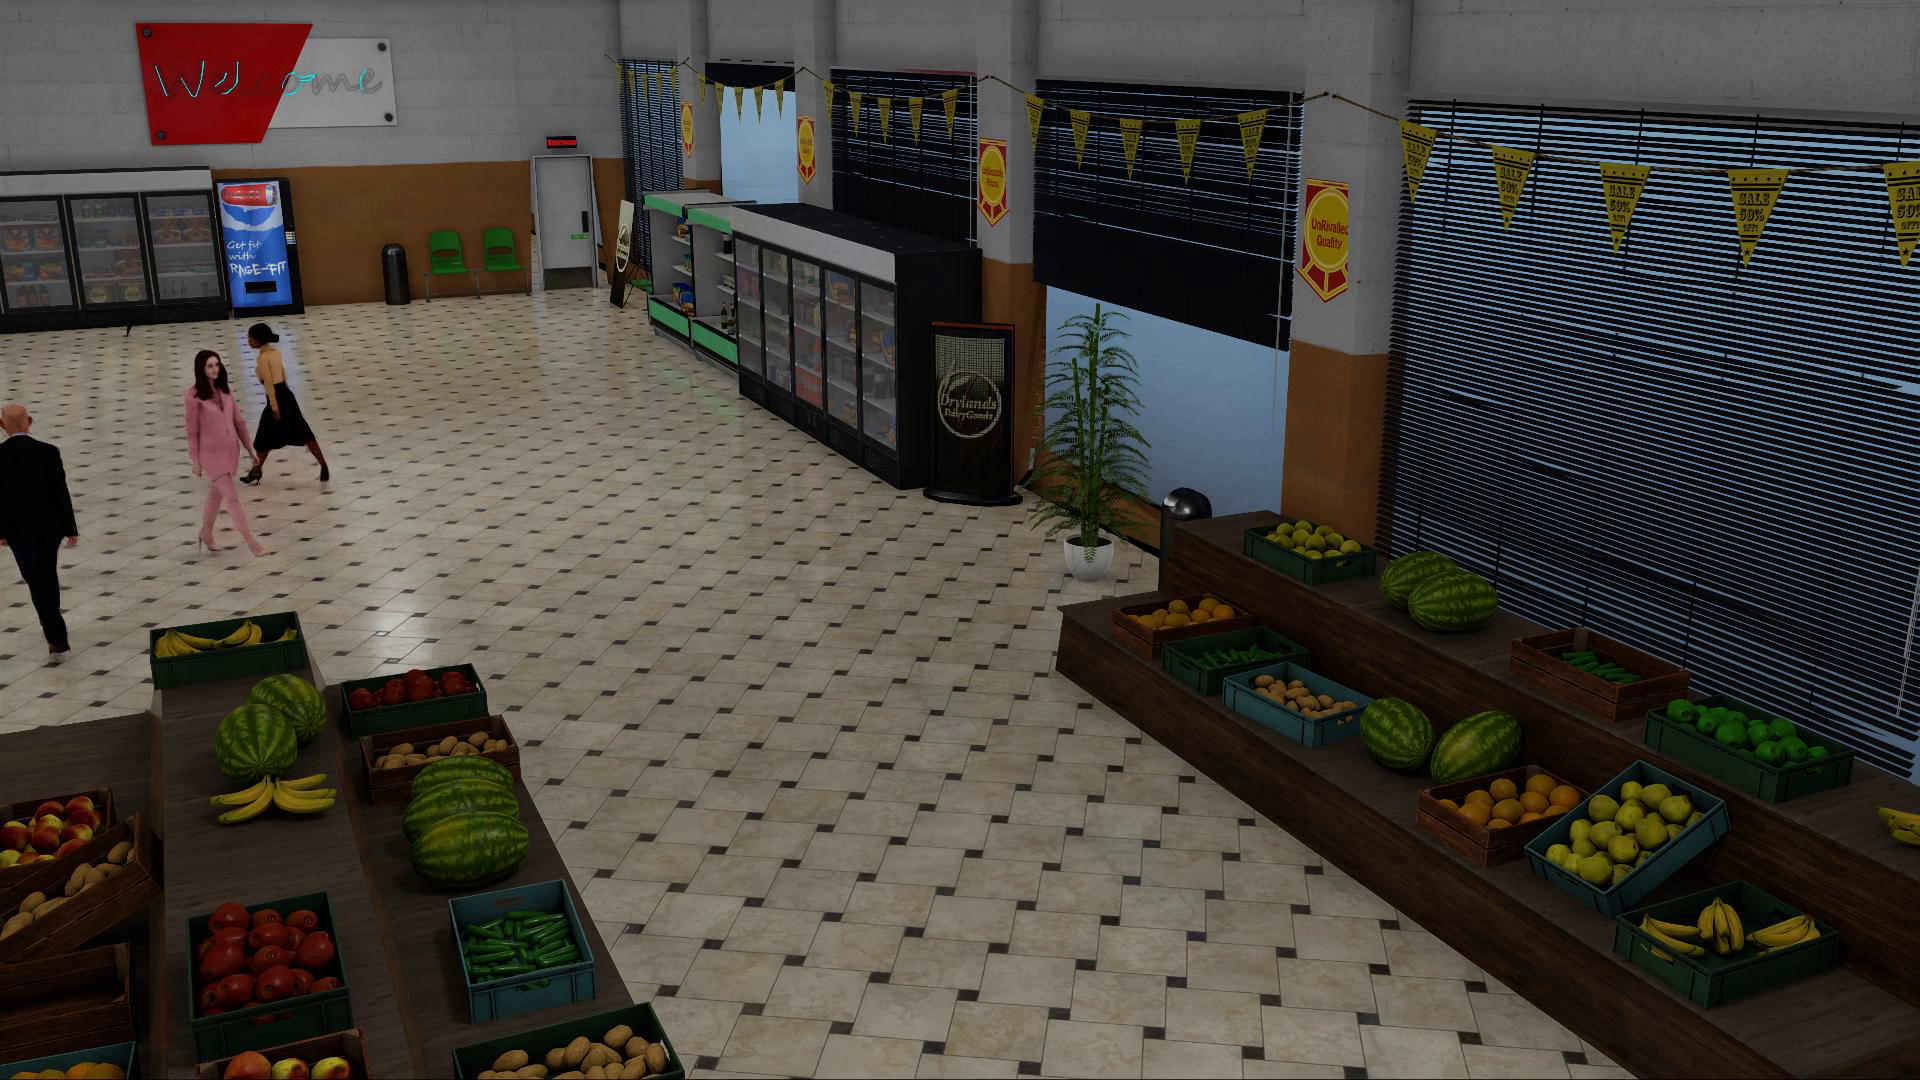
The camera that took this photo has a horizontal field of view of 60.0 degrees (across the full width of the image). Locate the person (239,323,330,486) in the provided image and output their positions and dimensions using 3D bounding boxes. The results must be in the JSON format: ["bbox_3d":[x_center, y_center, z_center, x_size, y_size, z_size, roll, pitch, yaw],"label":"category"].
[{"bbox_3d":[-6.492,-1.255,16.064,1.061,1.589,1.114,3,17,10],"label":"person"}]

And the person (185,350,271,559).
[{"bbox_3d":[-6.262,-0.692,13.931,1.184,1.752,1.066,8,19,25],"label":"person"}]

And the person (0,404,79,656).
[{"bbox_3d":[-6.535,-0.035,11.763,0.871,1.754,1.212,-14,22,-38],"label":"person"}]
